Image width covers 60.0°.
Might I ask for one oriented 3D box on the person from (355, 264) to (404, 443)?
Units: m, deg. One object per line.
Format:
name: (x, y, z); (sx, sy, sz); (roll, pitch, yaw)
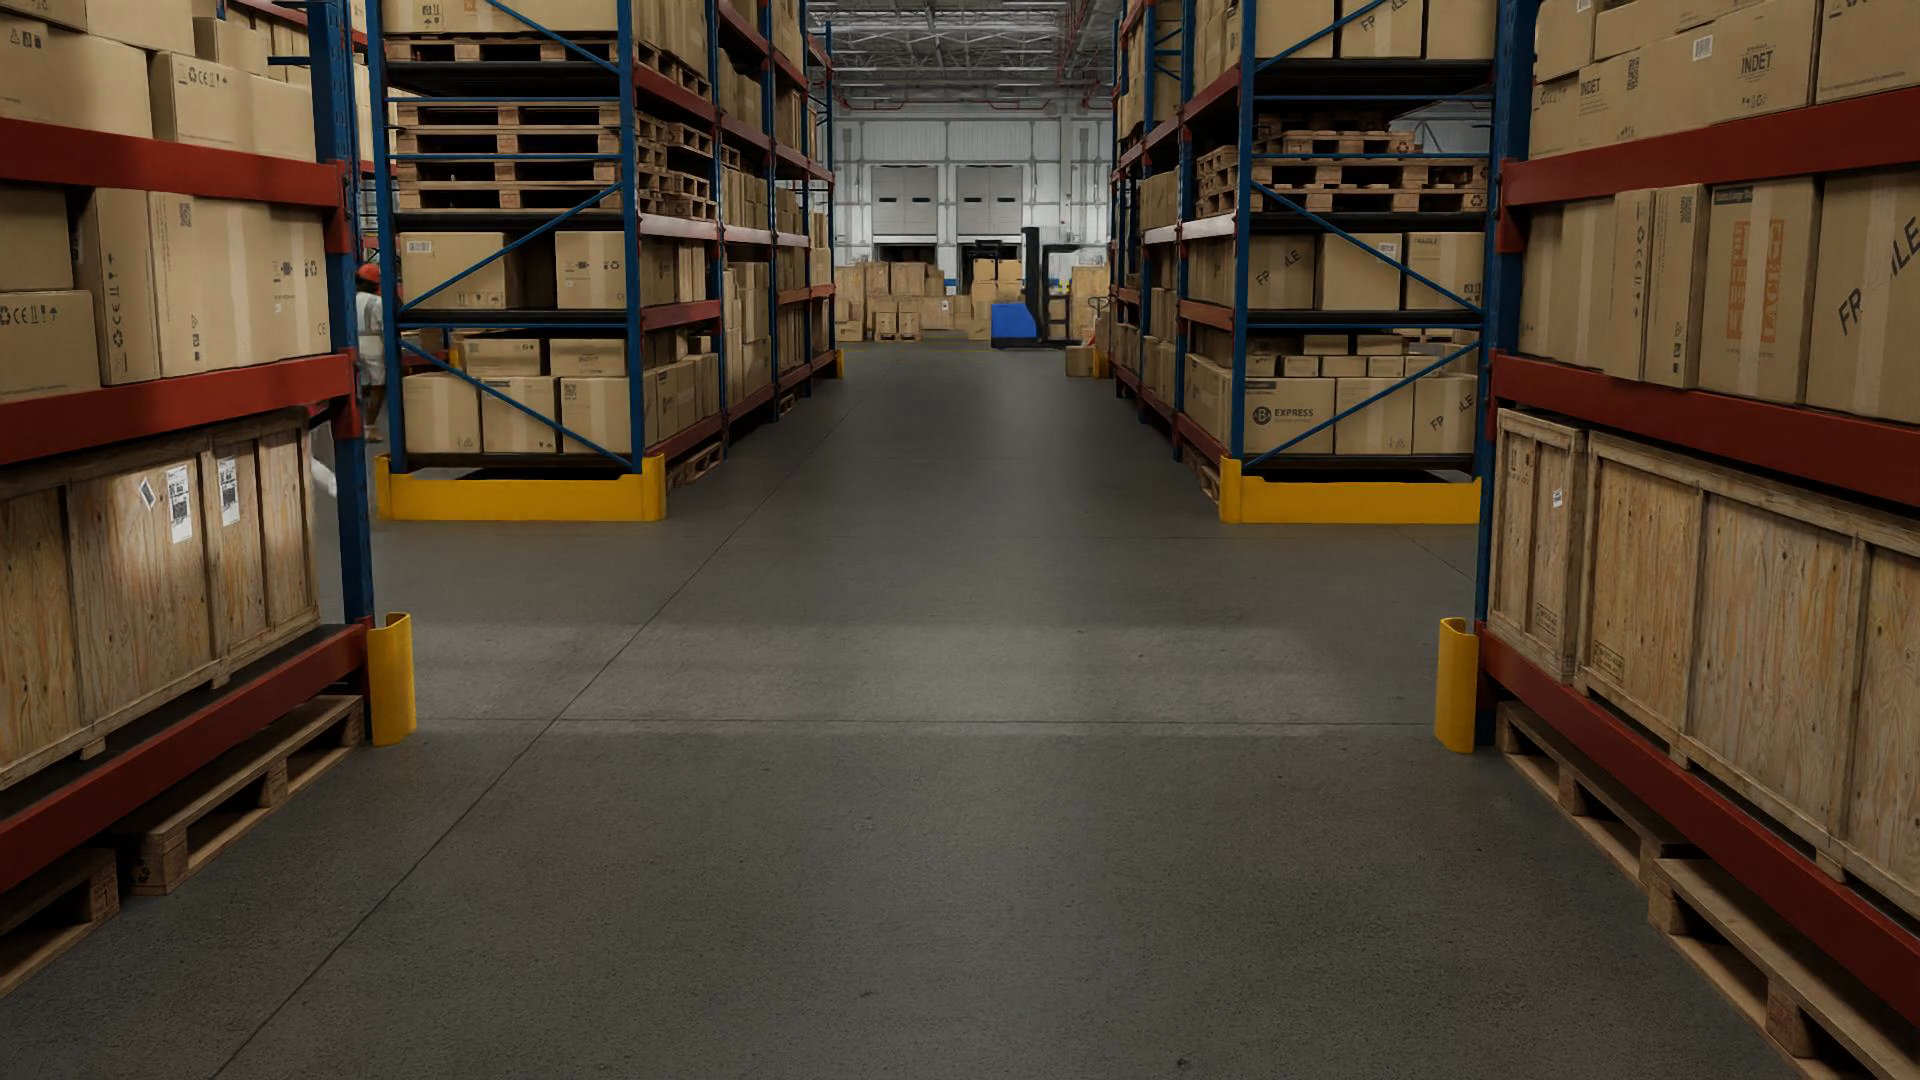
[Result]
person: (-6.619, -2.079, 18.623); (0.617, 2.010, 0.586); (5, 11, 28)

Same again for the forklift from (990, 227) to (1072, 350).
forklift: (1.637, -5.791, 38.250); (1.873, 2.768, 1.129); (0, 9, 1)

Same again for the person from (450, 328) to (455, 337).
person: (-13.771, -6.503, 45.354); (0.619, 1.925, 0.905); (0, 9, -2)

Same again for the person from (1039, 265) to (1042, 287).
person: (2.498, -7.657, 52.258); (0.547, 1.934, 0.376); (-9, 13, -43)

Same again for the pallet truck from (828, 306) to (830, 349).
pallet truck: (-3.100, -3.940, 29.800); (1.885, 1.965, 0.823); (3, 10, 19)

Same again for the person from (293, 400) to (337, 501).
person: (-4.895, -0.926, 12.276); (0.739, 1.823, 0.634); (0, 9, 2)

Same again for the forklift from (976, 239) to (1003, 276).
forklift: (1.042, -9.229, 58.844); (1.129, 2.768, 1.873); (4, 10, 20)
